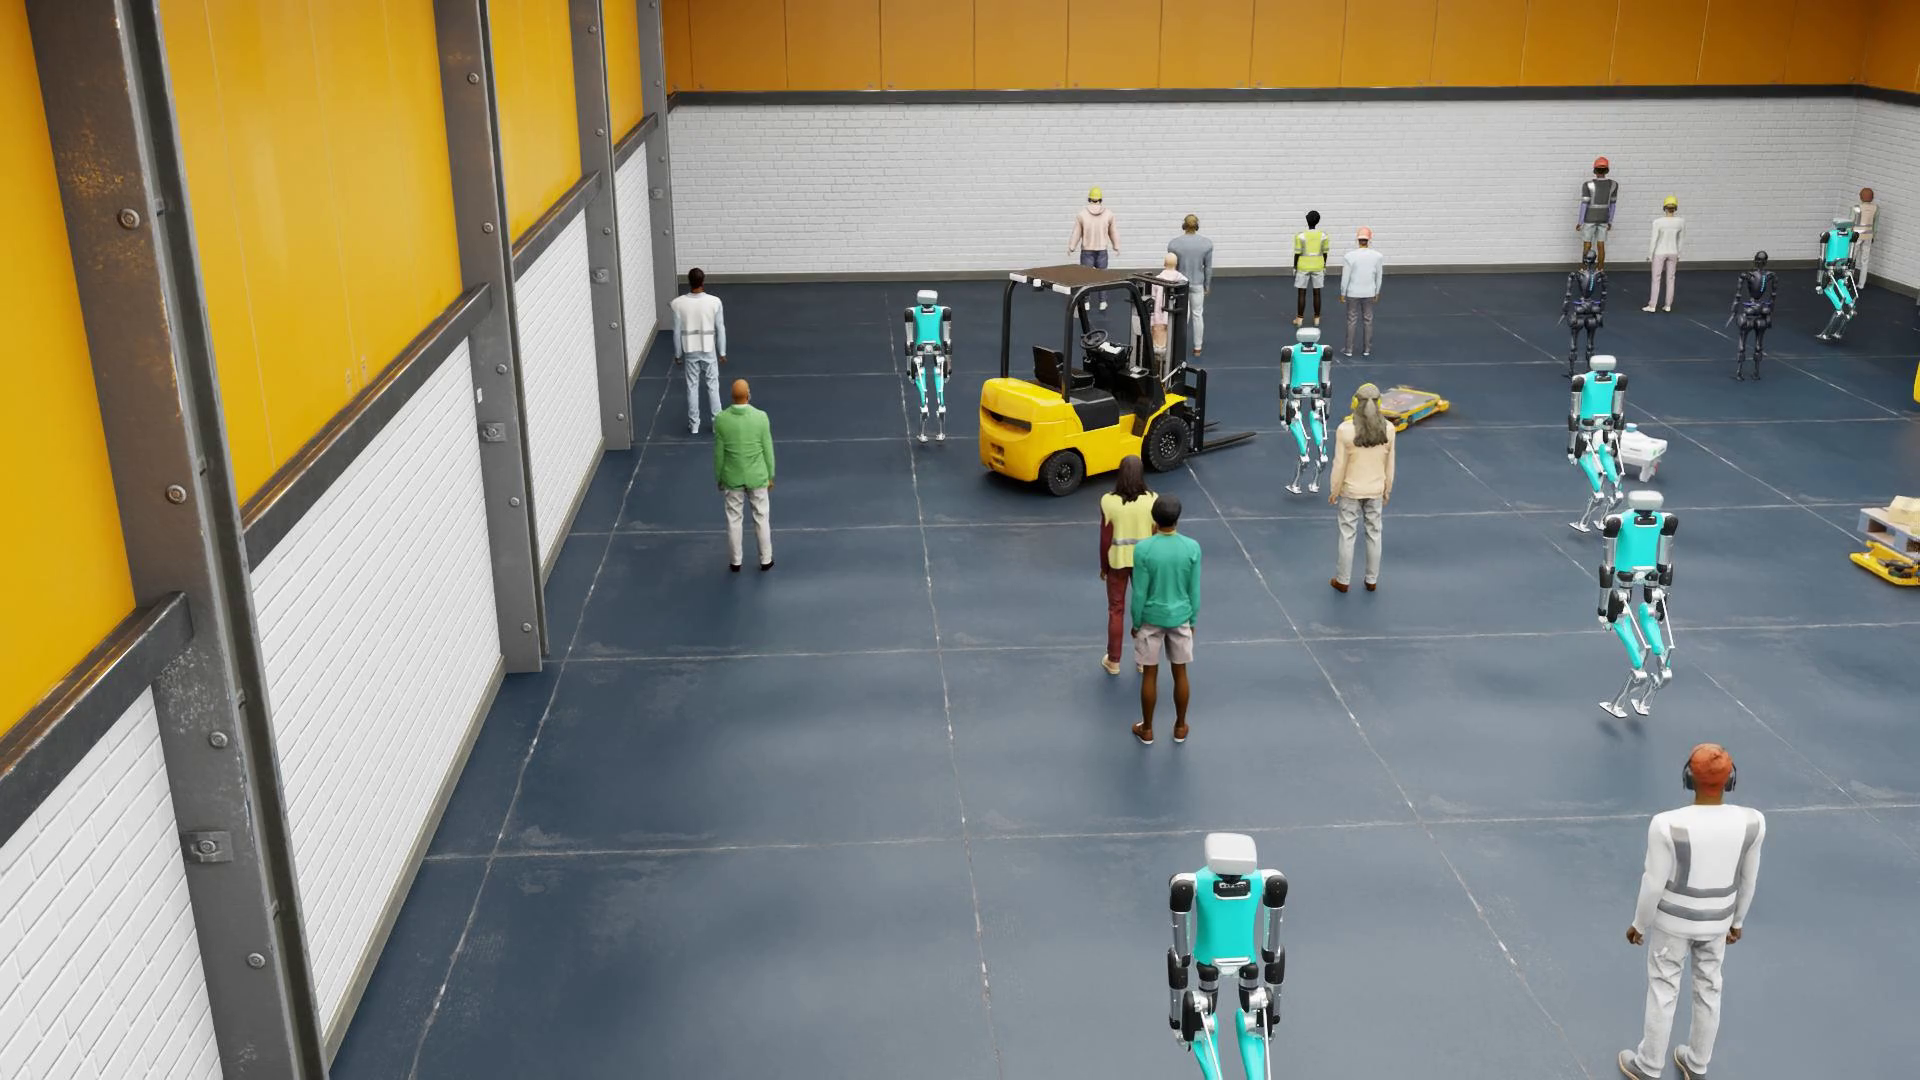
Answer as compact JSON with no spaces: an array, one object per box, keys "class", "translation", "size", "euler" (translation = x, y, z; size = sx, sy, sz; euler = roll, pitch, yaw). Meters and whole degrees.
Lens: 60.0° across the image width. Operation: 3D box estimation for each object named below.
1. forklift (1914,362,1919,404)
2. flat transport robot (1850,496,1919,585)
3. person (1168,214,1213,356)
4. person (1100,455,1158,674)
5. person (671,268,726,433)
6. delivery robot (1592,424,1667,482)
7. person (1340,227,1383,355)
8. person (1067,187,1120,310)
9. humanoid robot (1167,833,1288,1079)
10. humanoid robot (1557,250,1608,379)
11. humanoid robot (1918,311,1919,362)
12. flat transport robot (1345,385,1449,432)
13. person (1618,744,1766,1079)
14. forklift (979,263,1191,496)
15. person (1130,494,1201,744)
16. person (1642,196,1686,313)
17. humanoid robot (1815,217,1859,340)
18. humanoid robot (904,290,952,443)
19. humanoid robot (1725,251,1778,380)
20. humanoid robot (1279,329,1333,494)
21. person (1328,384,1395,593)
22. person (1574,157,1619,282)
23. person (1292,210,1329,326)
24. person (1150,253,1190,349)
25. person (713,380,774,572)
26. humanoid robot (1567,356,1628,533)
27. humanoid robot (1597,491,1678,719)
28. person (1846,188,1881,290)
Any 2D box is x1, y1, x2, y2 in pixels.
[{"class":"forklift","translation":[12.602,-2.435,19.475],"size":[2.313,2.155,1.214],"euler":[-1,20,-4]},{"class":"flat transport robot","translation":[8.962,0.188,15.115],"size":[1.431,0.231,0.659],"euler":[-3,20,-8]},{"class":"person","translation":[3.109,-3.458,22.628],"size":[0.627,1.940,0.371],"euler":[-1,20,-3]},{"class":"person","translation":[1.311,0.202,12.900],"size":[0.466,1.768,0.376],"euler":[-1,20,-3]},{"class":"person","translation":[-2.997,-2.174,19.157],"size":[0.588,1.920,0.391],"euler":[-1,20,-3]},{"class":"delivery robot","translation":[7.125,-0.947,17.804],"size":[0.774,0.603,0.521],"euler":[17,26,39]},{"class":"person","translation":[5.467,-3.393,22.730],"size":[0.562,1.741,0.335],"euler":[-1,20,-3]},{"class":"person","translation":[2.056,-4.452,25.435],"size":[0.808,1.868,0.408],"euler":[-1,20,-3]},{"class":"humanoid robot","translation":[1.214,2.178,7.369],"size":[0.533,1.677,0.735],"euler":[-1,20,-4]},{"class":"humanoid robot","translation":[8.069,-2.926,21.536],"size":[0.599,1.657,0.315],"euler":[-1,20,-4]},{"class":"humanoid robot","translation":[13.126,-3.152,22.158],"size":[0.599,1.653,0.315],"euler":[-1,20,-4]},{"class":"flat transport robot","translation":[5.242,-1.572,19.910],"size":[0.659,0.231,1.431],"euler":[16,26,37]},{"class":"person","translation":[3.589,1.870,8.186],"size":[0.572,1.886,0.354],"euler":[-1,20,-3]},{"class":"forklift","translation":[1.315,-1.764,17.646],"size":[2.313,2.155,1.214],"euler":[-14,24,-33]},{"class":"person","translation":[1.449,0.575,11.770],"size":[0.493,1.849,0.395],"euler":[-1,20,-3]},{"class":"person","translation":[10.699,-4.332,25.269],"size":[0.524,1.759,0.325],"euler":[-1,20,-3]},{"class":"humanoid robot","translation":[12.250,-3.593,23.093],"size":[0.533,1.677,0.735],"euler":[-1,20,-4]},{"class":"humanoid robot","translation":[-0.335,-1.884,18.435],"size":[0.533,1.677,0.735],"euler":[-1,20,-4]},{"class":"humanoid robot","translation":[10.230,-2.901,21.474],"size":[0.599,1.653,0.315],"euler":[-1,20,-4]},{"class":"humanoid robot","translation":[3.514,-1.254,16.726],"size":[0.533,1.673,0.735],"euler":[-1,20,-4]},{"class":"person","translation":[3.502,-0.437,14.491],"size":[0.554,1.877,0.404],"euler":[-1,20,-3]},{"class":"person","translation":[10.487,-5.283,27.466],"size":[0.605,2.033,0.388],"euler":[-1,20,-3]},{"class":"person","translation":[5.129,-3.977,24.387],"size":[0.531,1.697,0.320],"euler":[-1,20,-3]},{"class":"person","translation":[2.603,-2.682,20.736],"size":[0.524,1.784,0.405],"euler":[-1,20,-3]},{"class":"person","translation":[-1.938,-0.570,14.983],"size":[0.539,1.784,0.386],"euler":[-1,20,-3]},{"class":"humanoid robot","translation":[6.049,-0.860,15.651],"size":[0.533,1.673,0.735],"euler":[-1,20,-4]},{"class":"humanoid robot","translation":[4.903,0.515,11.907],"size":[0.533,1.673,0.735],"euler":[-1,20,-4]},{"class":"person","translation":[14.551,-4.863,26.885],"size":[0.514,1.639,0.309],"euler":[-1,20,-3]}]
